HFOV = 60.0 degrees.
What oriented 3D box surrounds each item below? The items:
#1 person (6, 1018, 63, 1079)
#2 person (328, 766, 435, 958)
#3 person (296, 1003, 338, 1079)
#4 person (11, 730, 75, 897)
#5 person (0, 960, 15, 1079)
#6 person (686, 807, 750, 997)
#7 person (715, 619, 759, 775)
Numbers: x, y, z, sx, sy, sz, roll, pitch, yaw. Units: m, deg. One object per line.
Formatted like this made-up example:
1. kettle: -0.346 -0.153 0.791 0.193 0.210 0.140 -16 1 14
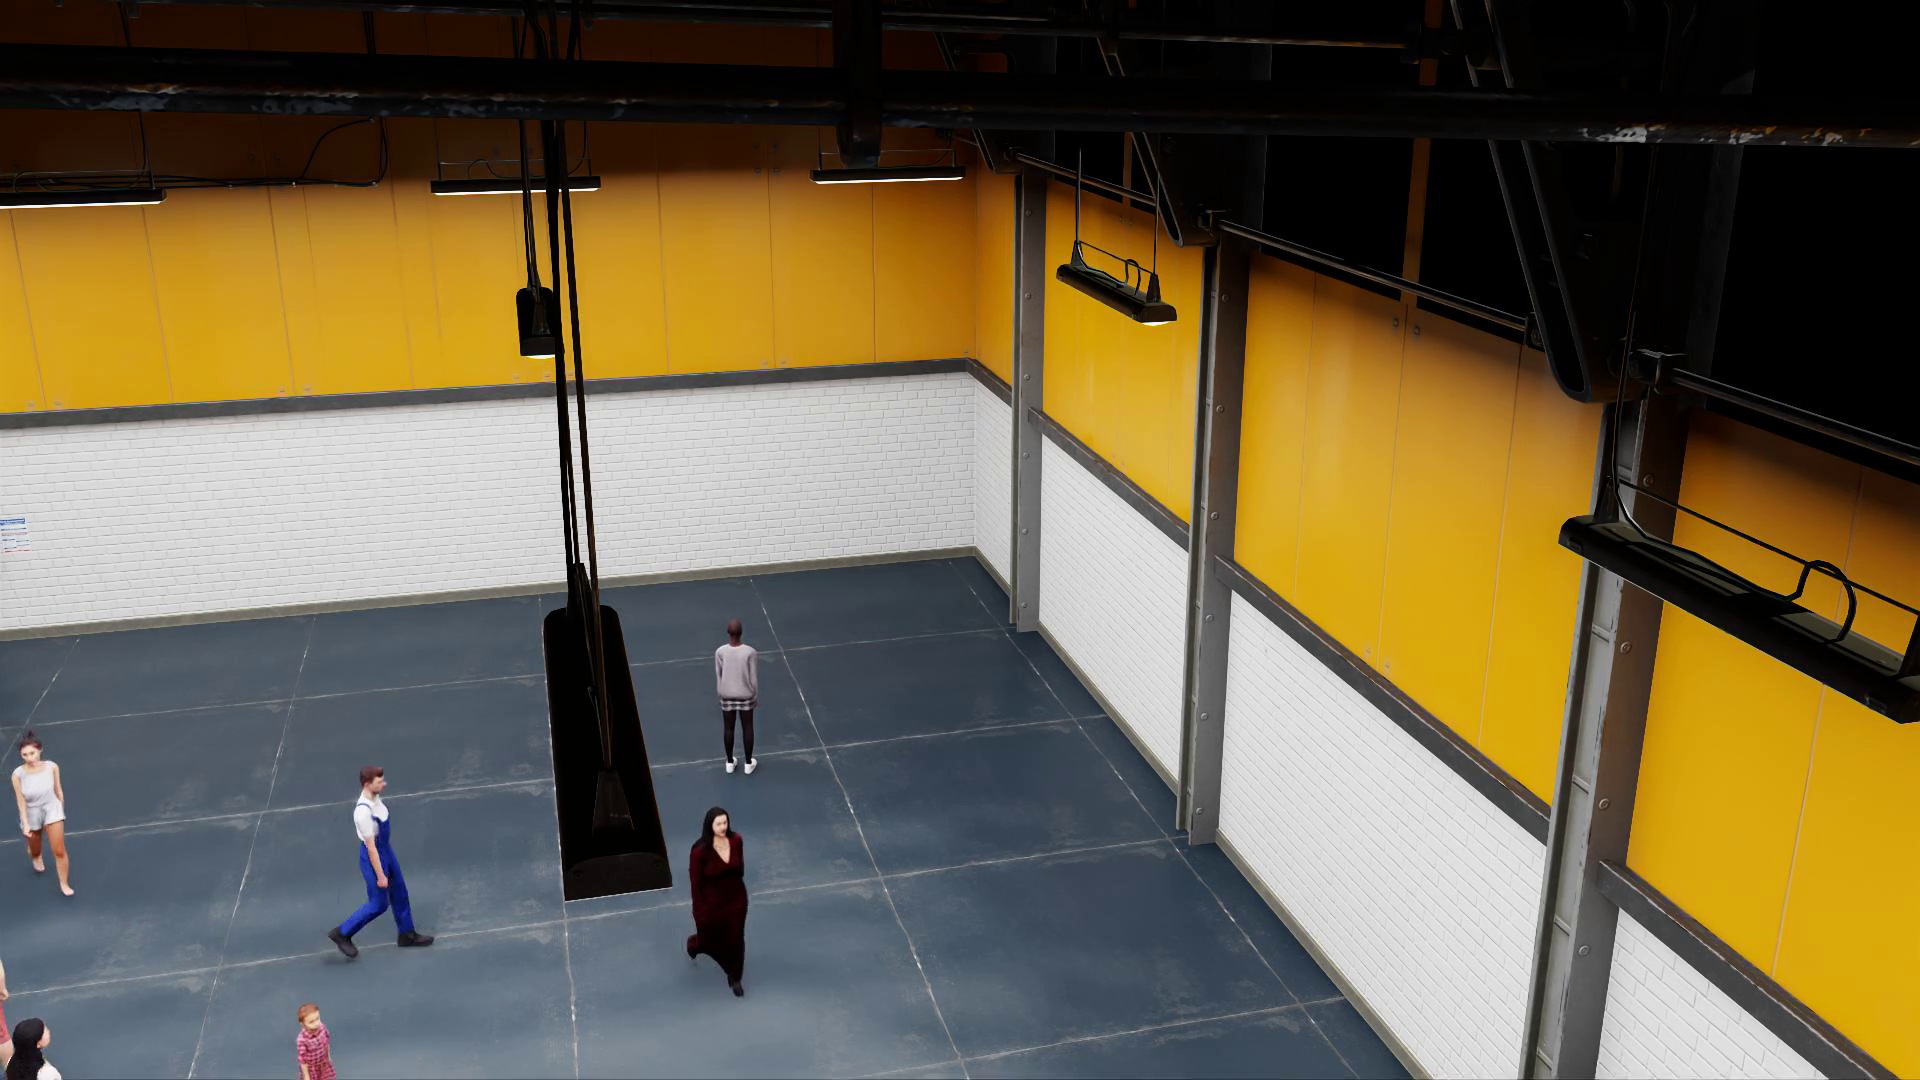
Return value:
1. person: -6.215 4.080 11.160 1.144 1.715 1.207 11 21 29
2. person: -5.205 2.841 14.657 0.811 1.831 1.059 -2 19 -5
3. person: -4.927 3.957 12.644 0.773 1.001 0.670 14 23 35
4. person: -8.737 2.577 15.790 0.749 1.608 0.987 -13 22 -33
5. person: -7.618 3.540 12.863 0.650 1.651 0.629 -12 22 -32
6. person: -2.101 3.043 14.196 0.871 1.743 1.040 -14 23 -35
7. person: -2.438 1.699 18.142 0.660 1.770 0.619 0 19 0
